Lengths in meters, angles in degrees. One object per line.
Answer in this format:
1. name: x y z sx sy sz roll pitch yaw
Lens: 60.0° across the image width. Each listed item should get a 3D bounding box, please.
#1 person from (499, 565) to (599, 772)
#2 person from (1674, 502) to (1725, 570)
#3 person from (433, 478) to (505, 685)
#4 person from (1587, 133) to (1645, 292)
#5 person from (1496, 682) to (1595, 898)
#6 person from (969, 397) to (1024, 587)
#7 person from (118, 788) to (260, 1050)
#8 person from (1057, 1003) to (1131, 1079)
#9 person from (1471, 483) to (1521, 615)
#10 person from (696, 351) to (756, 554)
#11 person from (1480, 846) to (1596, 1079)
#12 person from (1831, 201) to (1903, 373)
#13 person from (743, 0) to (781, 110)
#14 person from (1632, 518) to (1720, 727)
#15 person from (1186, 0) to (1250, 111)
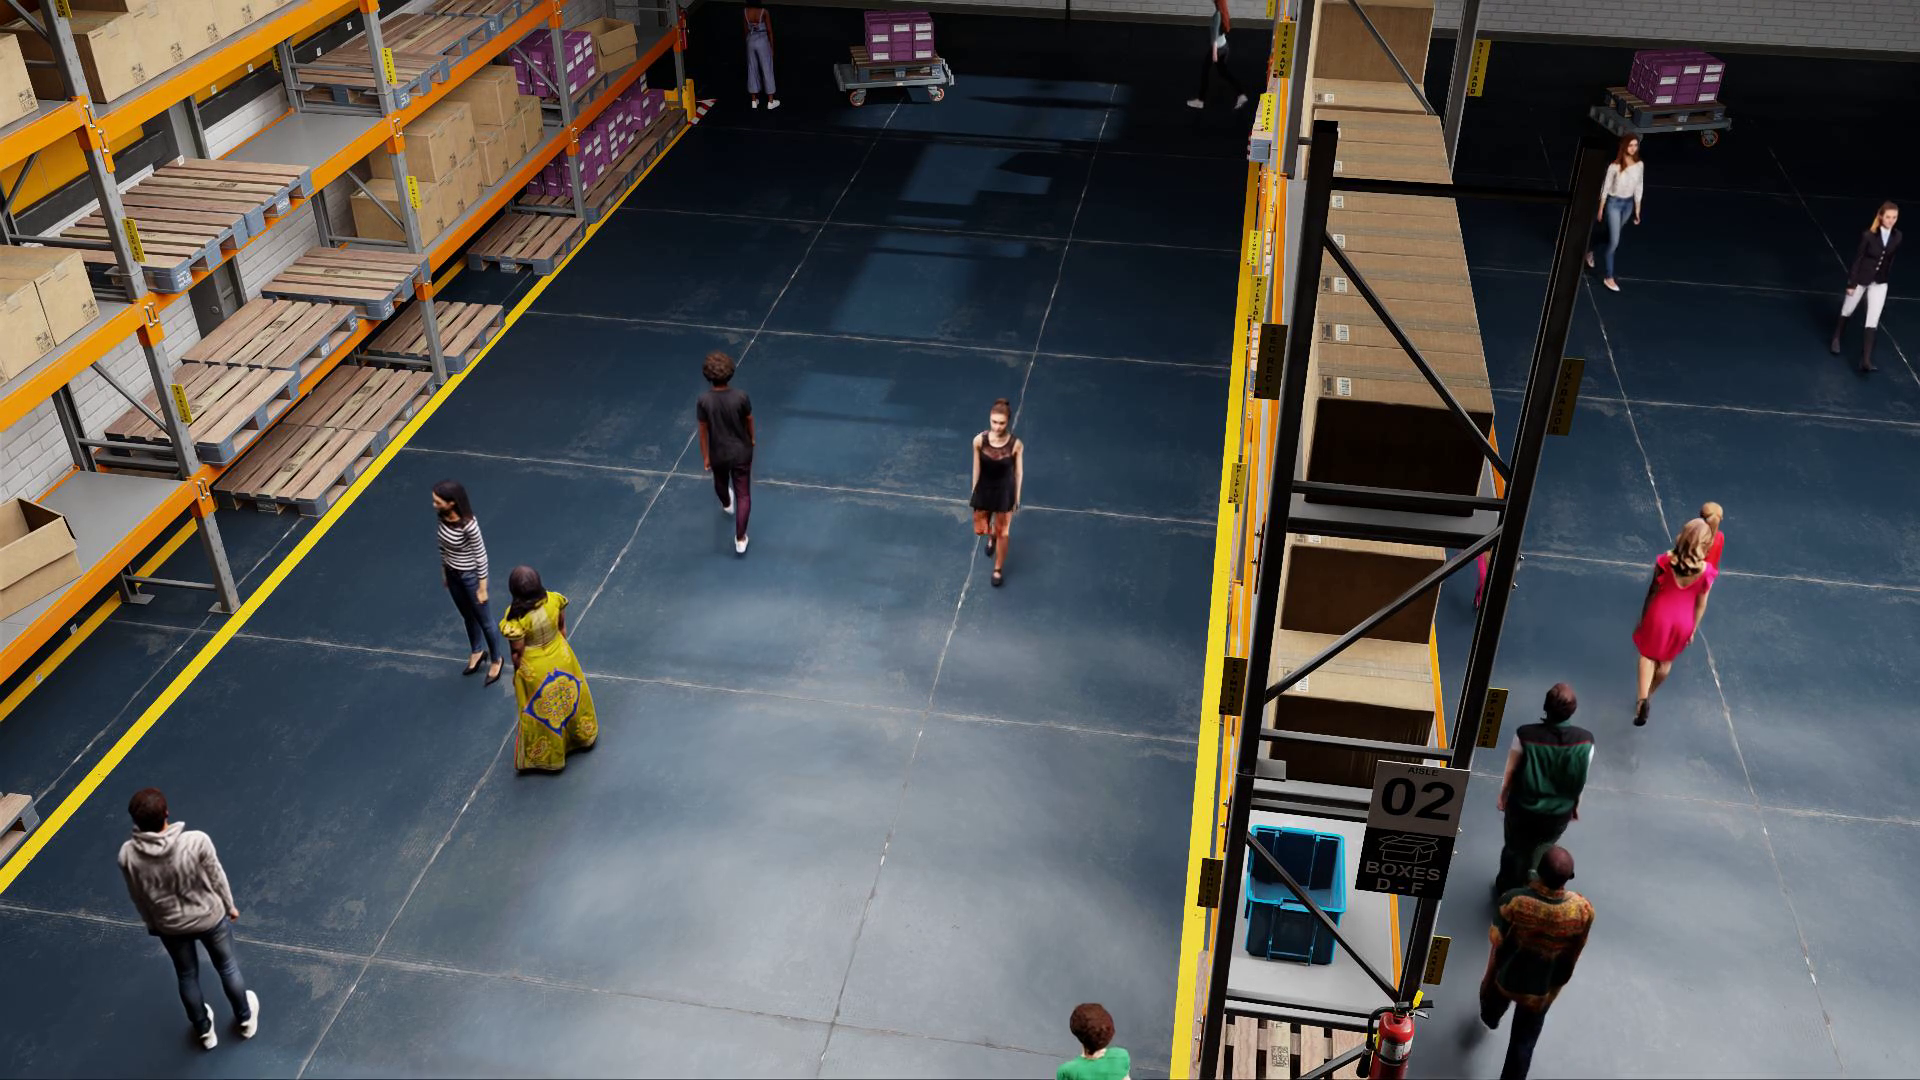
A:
1. person: -2.940 0.879 11.686 1.051 1.660 0.932 25 41 32
2. person: 5.674 0.286 12.925 0.527 1.276 0.684 9 35 13
3. person: -3.678 0.296 12.441 0.655 1.795 0.636 22 39 29
4. person: 7.313 -3.730 18.587 0.863 1.695 1.199 -6 34 -10
5. person: 3.616 1.674 10.336 0.641 1.830 0.734 5 34 8
6. person: 0.317 -0.433 13.654 0.592 1.667 0.719 8 34 11
7. person: -4.432 2.178 9.560 0.749 1.850 0.745 -10 35 -14
8. person: 0.705 3.061 8.439 0.972 1.621 1.144 -14 36 -20
9. person: 4.231 0.066 13.275 0.633 1.254 0.790 -4 34 -6
10. person: -1.934 -0.712 14.007 0.805 1.740 1.176 -3 34 -4
11. person: 3.141 2.481 9.189 0.715 1.755 1.156 7 34 10
12. person: 9.194 -2.627 16.930 0.576 1.693 1.071 5 34 7
13. person: -2.827 -6.928 23.398 0.575 1.696 0.537 8 34 11
14. person: 5.101 0.650 11.987 0.671 1.708 0.881 11 35 16
15. person: 3.671 -6.801 23.190 0.889 1.715 1.134 17 37 23
